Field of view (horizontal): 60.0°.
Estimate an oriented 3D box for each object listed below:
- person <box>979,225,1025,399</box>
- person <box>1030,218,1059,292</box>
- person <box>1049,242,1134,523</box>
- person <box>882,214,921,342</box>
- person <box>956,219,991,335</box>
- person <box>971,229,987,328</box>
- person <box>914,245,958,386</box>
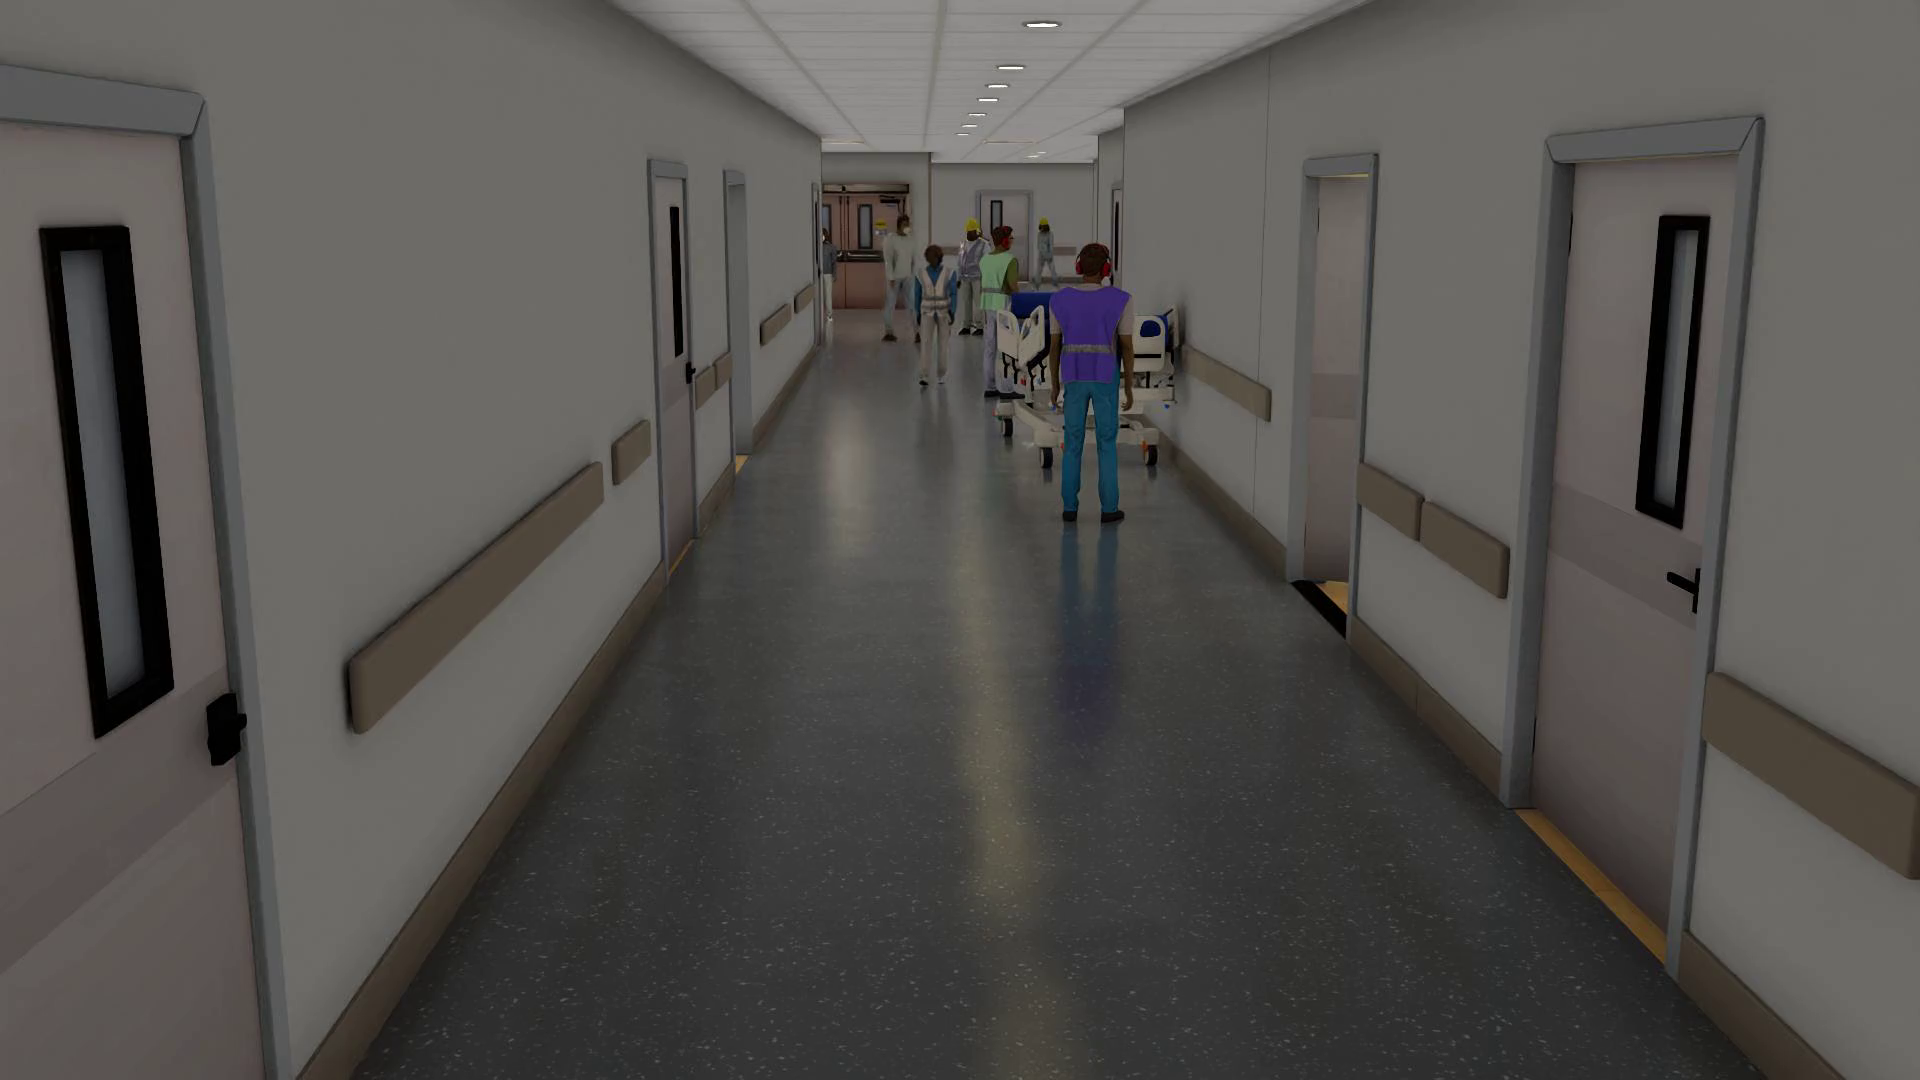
[{"bbox_3d":[0.427,-2.431,17.821,0.389,1.846,0.567,-10,15,-40],"label":"person"},{"bbox_3d":[1.990,-6.575,38.396,0.494,1.687,0.947,9,15,37],"label":"person"},{"bbox_3d":[0.864,-1.026,10.974,0.569,1.845,0.385,3,12,13],"label":"person"},{"bbox_3d":[-0.841,-3.888,24.809,0.639,1.888,0.997,-8,14,-34],"label":"person"},{"bbox_3d":[0.195,-4.131,26.166,0.592,1.824,0.403,8,14,34],"label":"person"},{"bbox_3d":[0.261,-4.341,27.630,0.307,1.641,0.513,-7,13,-29],"label":"person"},{"bbox_3d":[-0.284,-2.551,19.020,0.514,1.597,0.831,1,12,5],"label":"person"}]
